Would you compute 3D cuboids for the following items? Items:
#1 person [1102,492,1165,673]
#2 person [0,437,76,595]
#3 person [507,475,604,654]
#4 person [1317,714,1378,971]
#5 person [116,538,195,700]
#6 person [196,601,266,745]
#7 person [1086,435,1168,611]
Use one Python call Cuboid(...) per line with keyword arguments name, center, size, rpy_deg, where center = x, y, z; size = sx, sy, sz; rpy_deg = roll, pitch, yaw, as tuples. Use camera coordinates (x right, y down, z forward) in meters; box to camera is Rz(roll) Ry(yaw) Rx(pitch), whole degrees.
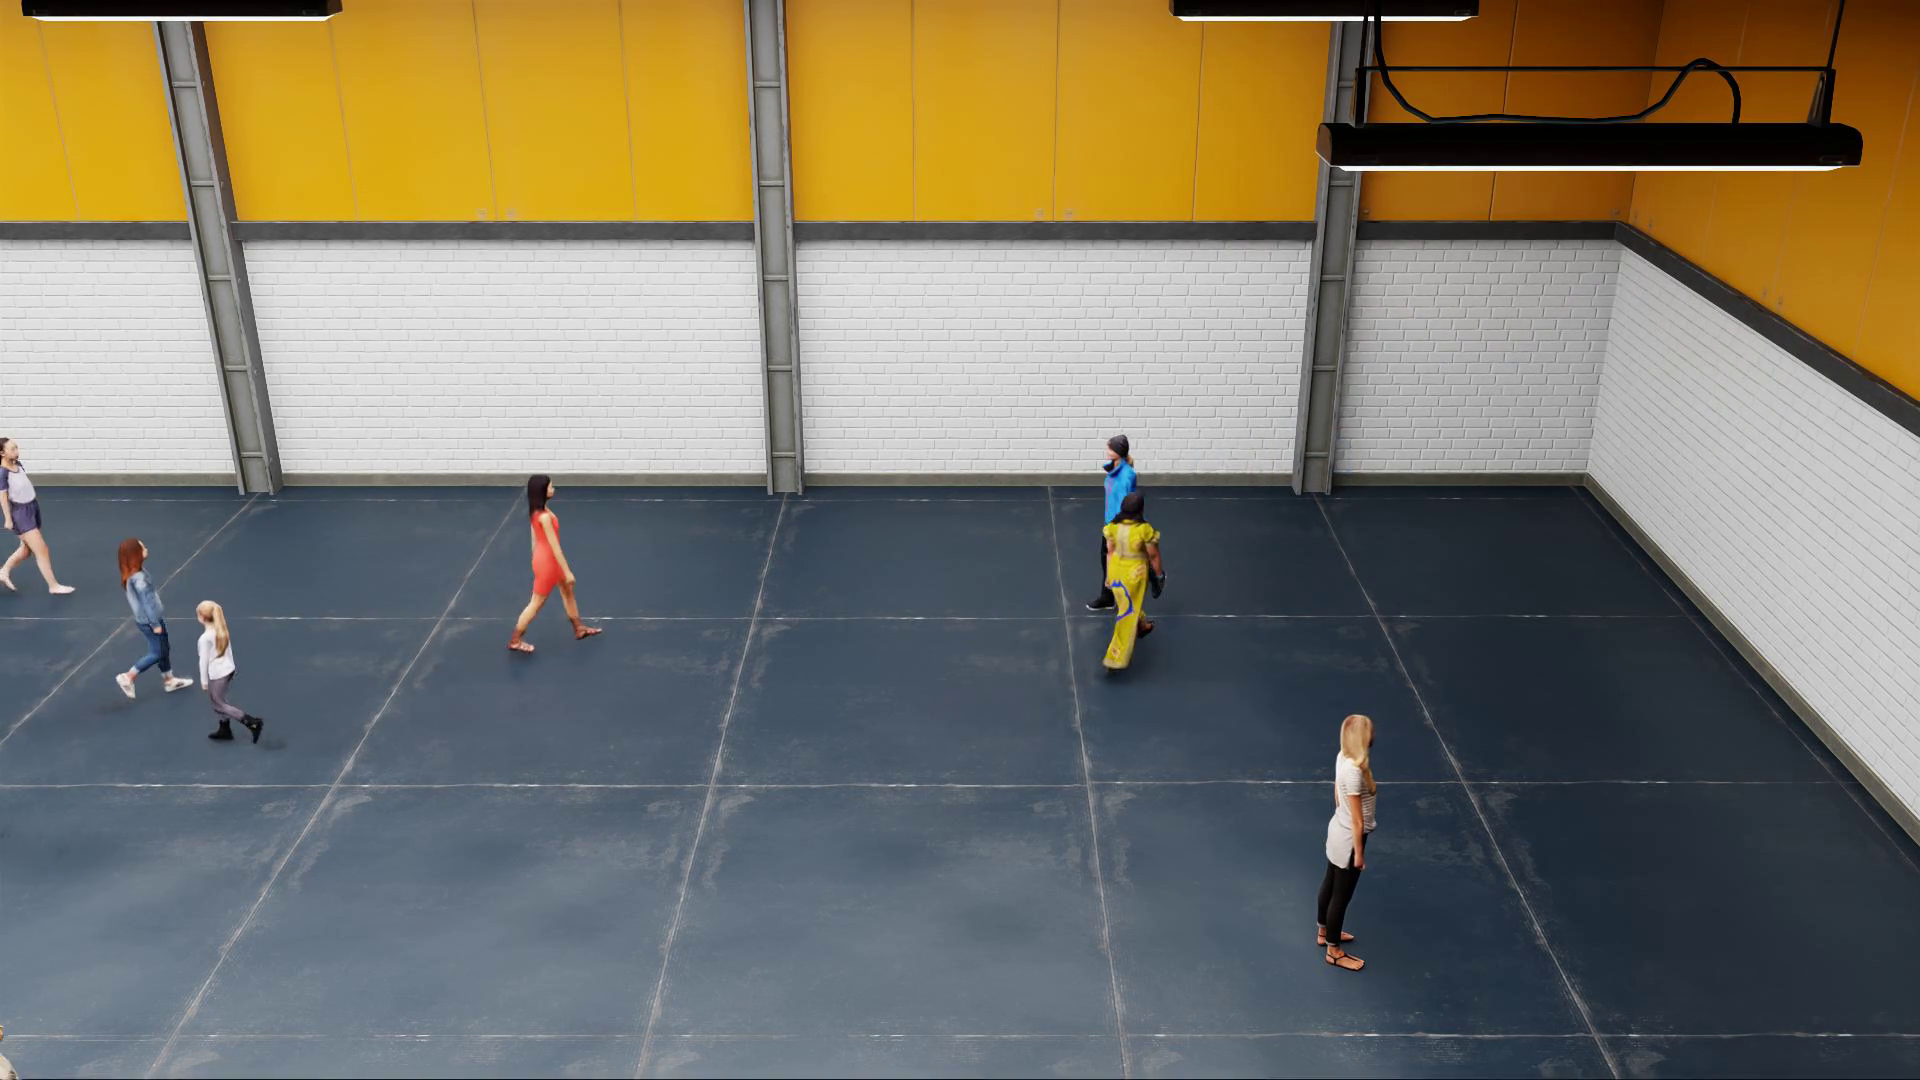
Cuboid(name="person", center=(1.465, 0.412, 14.753), size=(1.294, 1.598, 1.261), rpy_deg=(17, 29, 34))
Cuboid(name="person", center=(-9.172, -0.206, 16.140), size=(0.995, 1.621, 0.630), rpy_deg=(-2, 24, -4))
Cuboid(name="person", center=(-3.805, 0.262, 14.993), size=(1.190, 1.681, 0.887), rpy_deg=(-10, 25, -21))
Cuboid(name="person", center=(2.536, 1.959, 10.930), size=(0.513, 1.827, 0.585), rpy_deg=(0, 24, -1))
Cuboid(name="person", center=(-7.026, 0.698, 14.268), size=(0.919, 1.463, 0.798), rpy_deg=(-14, 27, -28))
Cuboid(name="person", center=(-5.994, 1.105, 13.591), size=(0.795, 1.260, 0.532), rpy_deg=(2, 24, 5))
Cuboid(name="person", center=(1.600, -0.133, 15.782), size=(1.091, 1.773, 0.805), rpy_deg=(-6, 24, -14))
